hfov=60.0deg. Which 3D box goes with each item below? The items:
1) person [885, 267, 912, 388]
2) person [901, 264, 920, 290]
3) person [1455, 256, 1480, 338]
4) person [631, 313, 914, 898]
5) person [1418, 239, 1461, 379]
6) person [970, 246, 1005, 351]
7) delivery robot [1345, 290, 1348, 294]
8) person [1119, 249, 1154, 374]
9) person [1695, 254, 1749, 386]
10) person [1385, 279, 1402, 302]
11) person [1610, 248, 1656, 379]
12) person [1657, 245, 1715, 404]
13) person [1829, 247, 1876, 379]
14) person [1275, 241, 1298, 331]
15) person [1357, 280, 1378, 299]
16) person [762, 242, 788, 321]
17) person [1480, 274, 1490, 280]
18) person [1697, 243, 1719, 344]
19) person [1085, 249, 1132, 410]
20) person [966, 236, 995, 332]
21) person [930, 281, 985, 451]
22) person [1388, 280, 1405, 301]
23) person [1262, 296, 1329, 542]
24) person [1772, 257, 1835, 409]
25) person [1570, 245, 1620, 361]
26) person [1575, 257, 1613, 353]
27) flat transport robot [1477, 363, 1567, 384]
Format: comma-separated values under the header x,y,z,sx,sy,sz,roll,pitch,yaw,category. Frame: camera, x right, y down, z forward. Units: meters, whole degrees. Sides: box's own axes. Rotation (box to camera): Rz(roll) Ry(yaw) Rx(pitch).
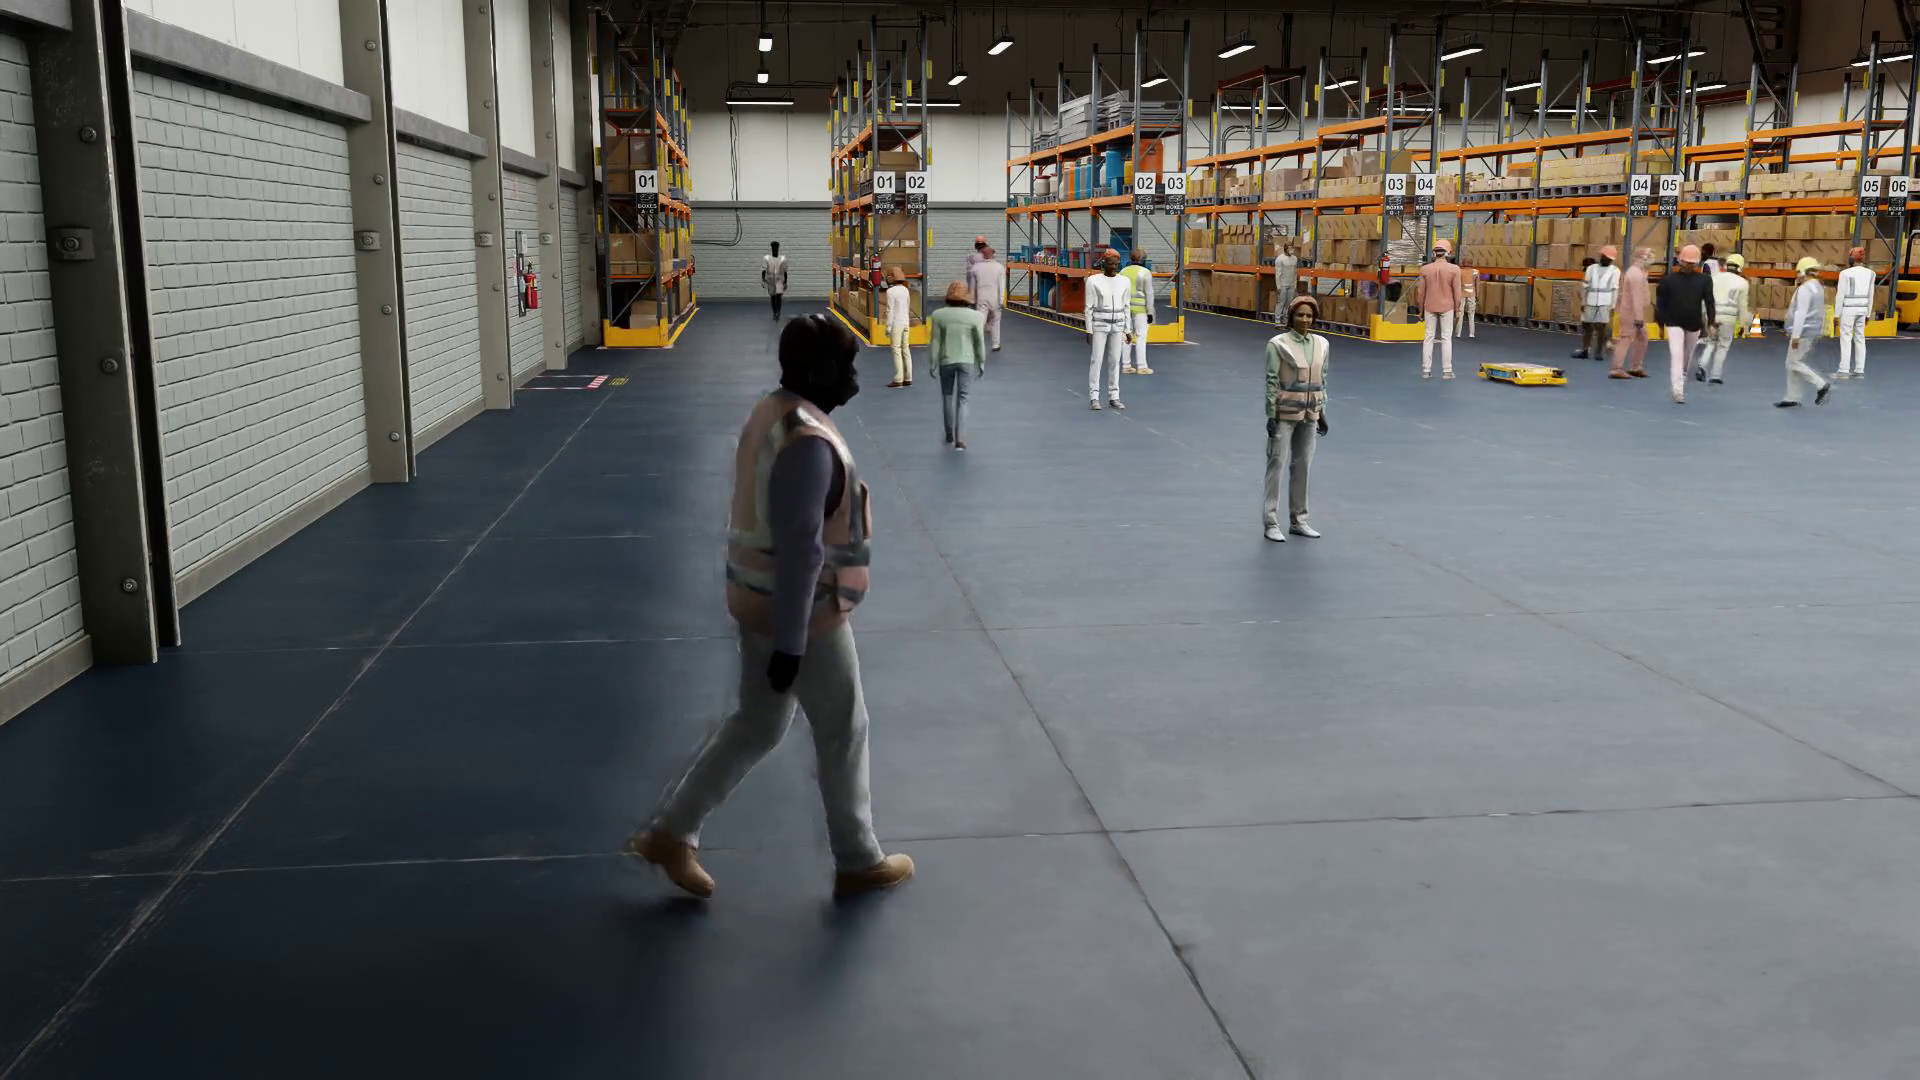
x,y,z,sx,sy,sz,roll,pitch,yaw,category
-0.842,-2.874,22.501,0.298,1.624,0.503,6,12,31,person
-1.319,-6.799,44.014,0.500,1.618,0.429,-3,11,-15,person
10.180,-4.876,33.432,0.513,1.638,0.307,3,11,15,person
-0.577,0.223,5.029,0.829,1.813,0.629,-4,11,-22,person
6.883,-3.306,23.871,0.611,1.985,0.393,6,12,28,person
0.478,-4.237,29.295,0.652,1.875,0.927,3,11,17,person
11.739,-7.364,49.783,0.477,0.478,0.707,-7,13,-36,delivery robot
2.623,-3.377,24.663,0.430,1.840,0.626,-10,14,-43,person
10.435,-2.995,22.693,0.476,1.793,0.623,-8,13,-37,person
10.318,-6.242,40.020,0.627,1.969,0.790,-2,10,-10,person
9.661,-3.214,23.693,0.683,1.865,0.686,5,11,23,person
8.967,-2.676,20.587,0.619,1.939,1.039,3,11,15,person
12.789,-3.240,23.806,0.576,1.876,0.341,-2,11,-12,person
7.059,-5.488,36.005,0.624,1.932,0.374,-8,13,-37,person
10.709,-6.827,43.530,0.648,1.868,0.950,0,10,3,person
-4.501,-6.282,40.420,0.611,1.913,1.034,1,10,3,person
13.688,-6.822,43.367,0.552,1.913,0.822,-2,10,-9,person
14.076,-4.653,31.482,0.652,1.895,0.612,9,14,42,person
1.746,-2.474,19.582,0.573,1.887,0.355,-3,11,-16,person
0.442,-5.423,35.336,0.605,2.037,0.388,1,10,3,person
-0.015,-1.684,16.019,0.523,1.603,0.750,1,10,6,person
10.867,-6.477,41.682,0.527,1.827,0.531,0,10,-3,person
2.252,-0.812,11.157,0.515,1.636,0.315,-5,12,-27,person
9.961,-2.415,19.511,0.593,1.798,0.606,8,13,39,person
10.464,-3.886,27.323,0.679,1.886,0.494,8,13,36,person
11.047,-4.062,28.861,0.545,1.671,0.580,-9,14,-41,person
7.848,-2.339,23.272,0.652,0.197,1.431,-1,10,-7,flat transport robot
